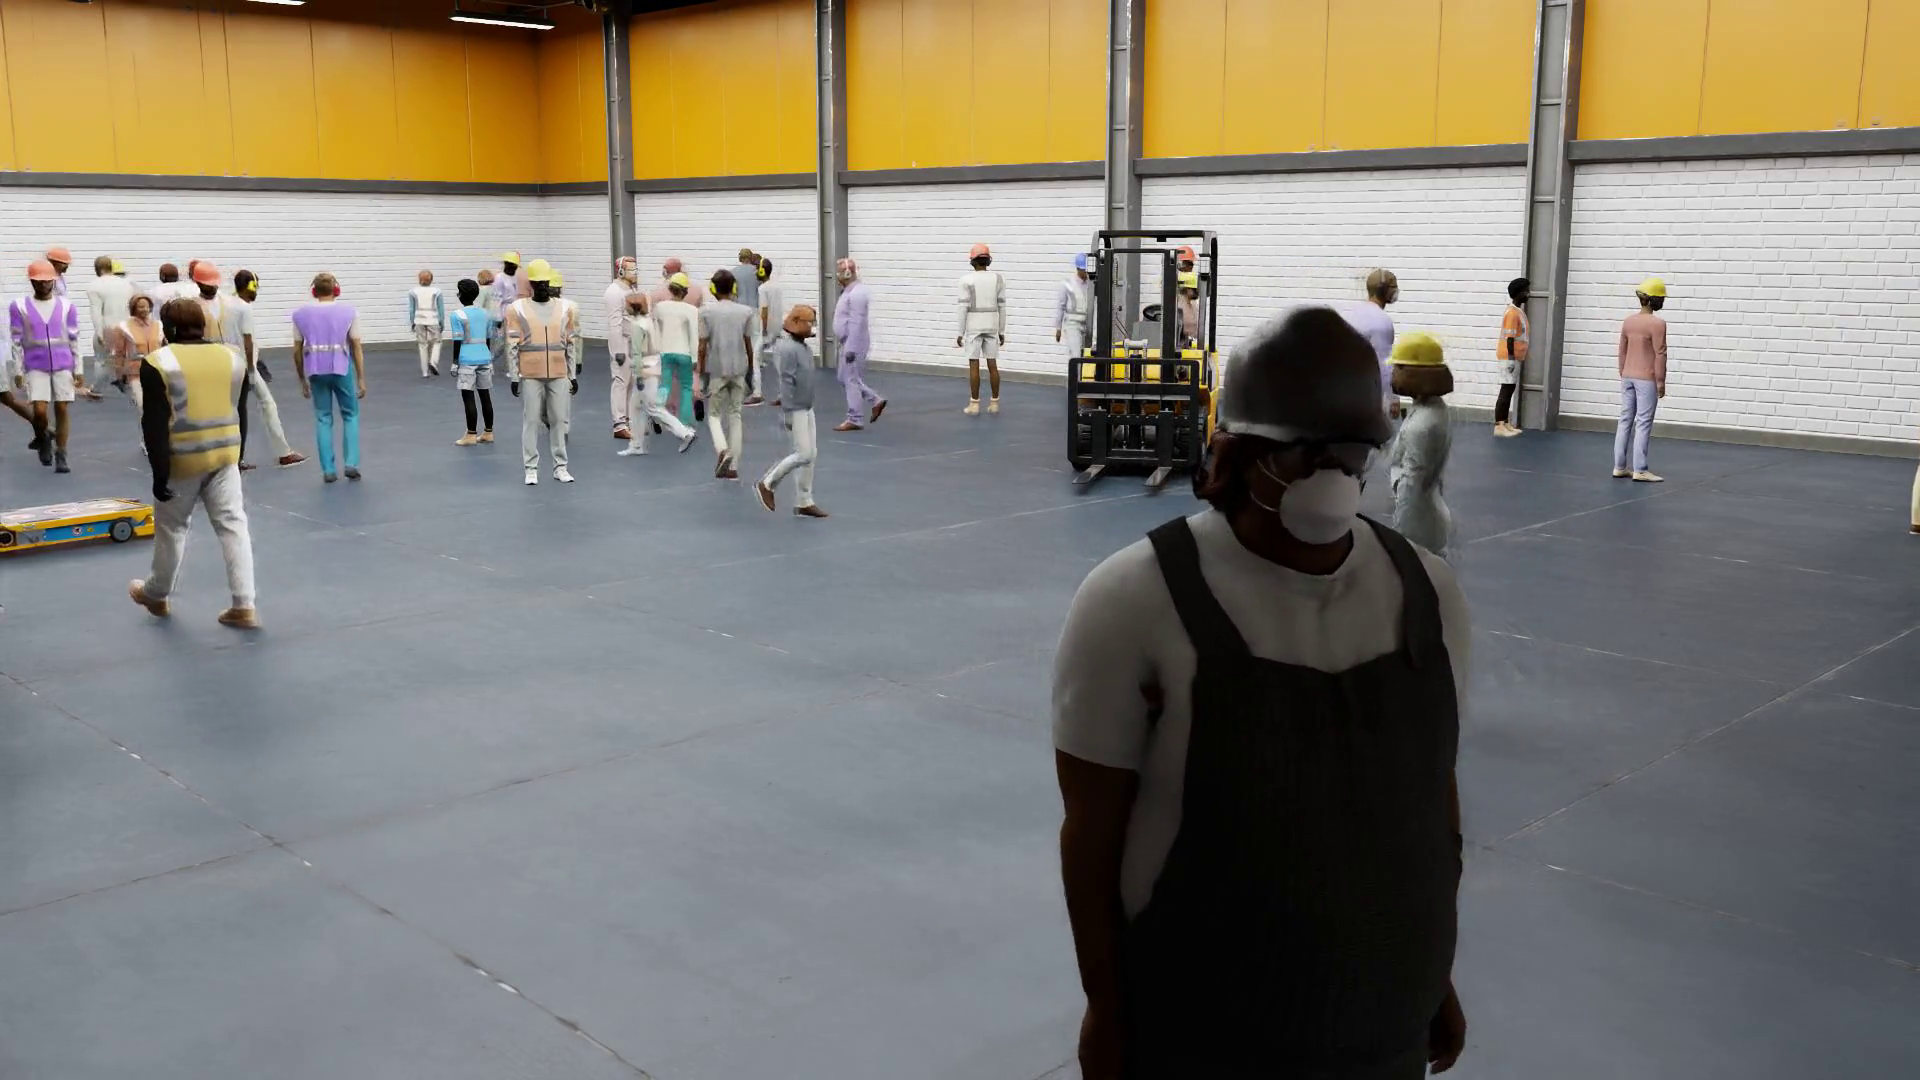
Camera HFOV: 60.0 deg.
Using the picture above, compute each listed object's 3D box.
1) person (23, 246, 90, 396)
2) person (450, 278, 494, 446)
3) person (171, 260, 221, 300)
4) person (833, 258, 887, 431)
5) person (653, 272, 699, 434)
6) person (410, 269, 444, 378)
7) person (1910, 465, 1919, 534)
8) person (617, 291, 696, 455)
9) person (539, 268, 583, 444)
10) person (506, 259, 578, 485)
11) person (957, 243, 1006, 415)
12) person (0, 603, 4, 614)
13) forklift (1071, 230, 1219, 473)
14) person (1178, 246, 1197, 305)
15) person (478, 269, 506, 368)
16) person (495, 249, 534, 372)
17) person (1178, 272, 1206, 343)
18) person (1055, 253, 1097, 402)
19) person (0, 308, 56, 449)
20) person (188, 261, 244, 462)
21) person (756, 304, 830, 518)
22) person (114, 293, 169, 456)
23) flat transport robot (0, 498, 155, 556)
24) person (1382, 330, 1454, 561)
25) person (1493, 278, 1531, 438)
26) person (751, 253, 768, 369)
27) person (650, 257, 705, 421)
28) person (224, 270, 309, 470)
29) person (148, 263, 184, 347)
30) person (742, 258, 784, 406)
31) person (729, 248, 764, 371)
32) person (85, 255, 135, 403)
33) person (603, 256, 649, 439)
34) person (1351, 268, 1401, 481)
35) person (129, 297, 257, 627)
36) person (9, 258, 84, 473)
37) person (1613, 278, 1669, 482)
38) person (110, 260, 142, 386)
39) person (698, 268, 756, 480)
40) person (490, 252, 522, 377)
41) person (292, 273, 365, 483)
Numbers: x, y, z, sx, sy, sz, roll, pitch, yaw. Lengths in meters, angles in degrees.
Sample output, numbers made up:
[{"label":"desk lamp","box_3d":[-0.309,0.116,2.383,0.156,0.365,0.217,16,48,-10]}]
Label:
[{"label":"person","box_3d":[-12.045,-2.885,22.021,0.905,1.998,0.625,-3,11,-17]},{"label":"person","box_3d":[-4.960,-1.799,16.895,0.317,1.696,0.537,5,12,27]},{"label":"person","box_3d":[-8.817,-2.322,19.363,0.631,1.834,0.959,0,10,2]},{"label":"person","box_3d":[-1.110,-2.134,18.213,0.567,1.886,0.647,-3,11,-15]},{"label":"person","box_3d":[-3.043,-1.956,17.615,0.534,1.741,0.668,2,11,11]},{"label":"person","box_3d":[-7.998,-3.244,24.979,0.520,1.627,0.378,-1,10,-4]},{"label":"person","box_3d":[6.929,-0.812,11.705,0.298,1.631,0.507,3,11,16]},{"label":"person","box_3d":[-2.938,-1.590,16.004,0.725,1.605,0.523,0,10,-2]},{"label":"person","box_3d":[-4.231,-1.914,17.264,0.625,1.798,0.709,-4,11,-19]},{"label":"person","box_3d":[-3.579,-1.441,14.309,0.594,1.926,0.366,-6,12,-29]},{"label":"person","box_3d":[0.243,-2.505,19.802,0.615,2.038,0.396,-4,11,-21]},{"label":"person","box_3d":[-5.668,-0.518,9.245,0.784,1.931,0.626,10,14,44]},{"label":"forklift","box_3d":[1.804,-1.825,15.677,1.214,2.155,2.313,2,11,13]},{"label":"person","box_3d":[2.772,-2.654,20.739,0.381,1.993,0.622,7,12,32]},{"label":"person","box_3d":[-7.509,-3.551,26.730,0.839,1.591,0.517,3,11,18]},{"label":"person","box_3d":[-6.953,-3.573,25.995,0.643,1.909,0.410,-8,13,-36]},{"label":"person","box_3d":[2.429,-1.894,17.272,0.706,1.745,0.535,7,13,34]},{"label":"person","box_3d":[1.590,-2.708,21.312,0.609,1.892,0.937,-4,11,-22]},{"label":"person","box_3d":[-9.512,-1.802,16.388,0.963,1.901,0.550,-7,13,-34]},{"label":"person","box_3d":[-6.993,-1.656,15.570,0.620,1.898,0.599,7,13,34]},{"label":"person","box_3d":[-1.247,-0.962,12.510,0.446,1.618,0.507,3,11,16]},{"label":"person","box_3d":[-7.736,-1.548,15.829,0.522,1.596,0.886,-9,14,-42]},{"label":"flat transport robot","box_3d":[-6.276,-0.096,11.498,0.652,0.197,1.431,7,13,35]},{"label":"person","box_3d":[1.910,-0.034,7.152,0.453,1.727,0.506,4,11,20]},{"label":"person","box_3d":[5.860,-1.932,17.643,0.322,1.689,0.530,5,11,24]},{"label":"person","box_3d":[-3.276,-3.670,26.700,0.429,1.843,0.633,1,10,3]},{"label":"person","box_3d":[-3.166,-2.222,18.660,0.660,1.892,0.620,-7,12,-33]},{"label":"person","box_3d":[-6.482,-1.559,15.271,0.555,1.812,0.862,9,14,41]},{"label":"person","box_3d":[-9.482,-2.441,20.141,0.958,1.796,0.643,10,14,43]},{"label":"person","box_3d":[-2.445,-2.584,20.798,0.761,1.841,0.541,5,12,26]},{"label":"person","box_3d":[-3.332,-3.611,26.125,0.627,1.936,0.375,-3,11,-16]},{"label":"person","box_3d":[-10.786,-2.671,21.174,1.044,1.886,0.644,6,12,30]},{"label":"person","box_3d":[-3.503,-2.027,17.560,0.402,1.911,0.639,1,10,7]},{"label":"person","box_3d":[3.203,-1.141,12.812,1.045,1.879,0.647,0,10,1]},{"label":"person","box_3d":[-4.231,-0.428,9.147,0.965,1.788,0.657,7,13,34]},{"label":"person","box_3d":[-8.203,-1.562,14.973,0.568,1.924,0.454,-8,13,-36]},{"label":"person","box_3d":[5.961,-1.393,14.490,0.326,1.767,0.533,-3,11,-17]},{"label":"person","box_3d":[-11.695,-3.019,23.295,0.913,1.797,0.601,5,12,27]},{"label":"person","box_3d":[-2.010,-1.426,14.448,0.505,1.848,0.447,-3,11,-16]},{"label":"person","box_3d":[-6.899,-3.391,25.063,0.661,1.891,0.617,1,10,3]},{"label":"person","box_3d":[-5.476,-1.402,14.477,0.585,1.813,0.598,-2,11,-10]}]
